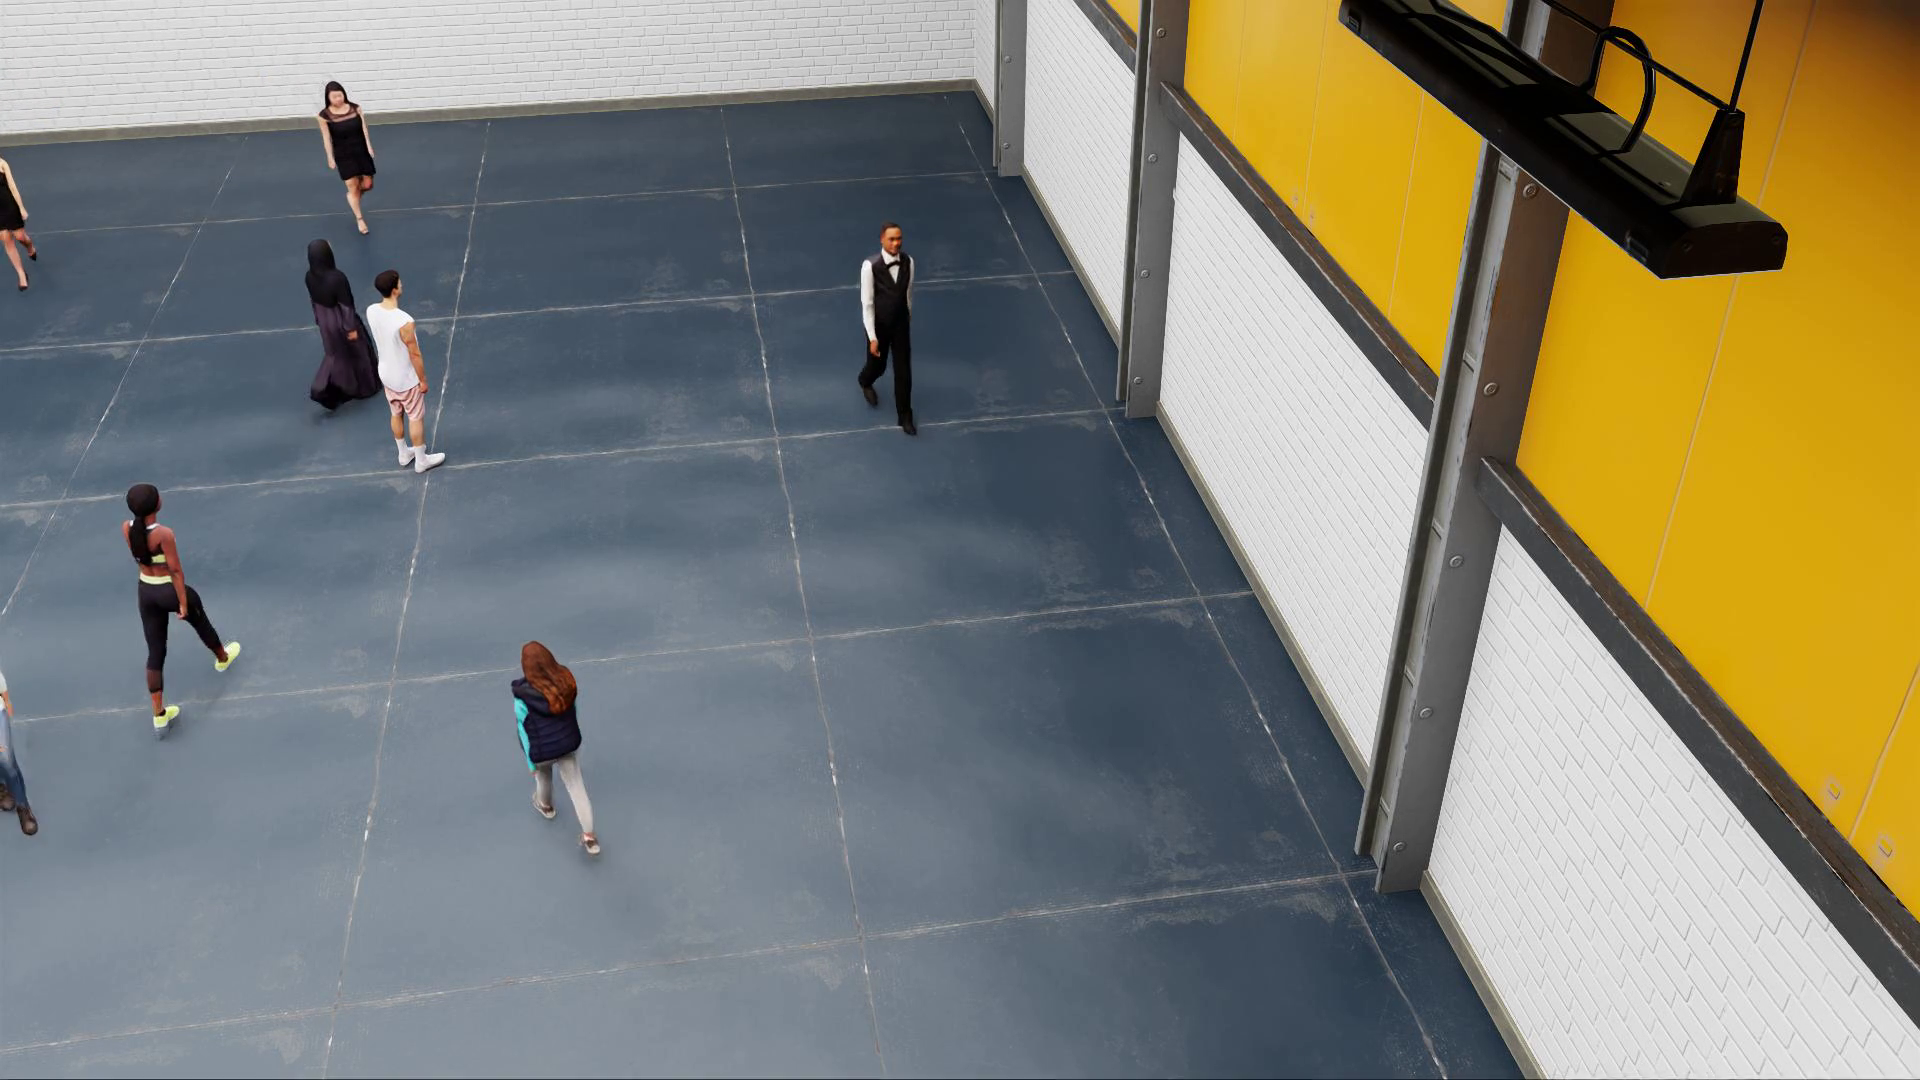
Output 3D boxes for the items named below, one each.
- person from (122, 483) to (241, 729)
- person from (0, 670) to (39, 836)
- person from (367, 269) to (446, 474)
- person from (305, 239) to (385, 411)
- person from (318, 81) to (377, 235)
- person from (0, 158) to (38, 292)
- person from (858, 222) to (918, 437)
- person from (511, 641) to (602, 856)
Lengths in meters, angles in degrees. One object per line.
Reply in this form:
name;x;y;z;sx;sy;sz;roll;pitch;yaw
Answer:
person;-5.404;0.468;11.193;0.789;1.698;1.237;4;34;6
person;-6.165;1.047;10.389;0.748;1.623;0.916;-16;37;-23
person;-4.702;-1.405;13.933;0.716;1.783;0.762;18;38;25
person;-5.612;-1.916;14.868;0.956;1.600;1.093;15;36;21
person;-6.709;-4.215;18.231;0.867;1.705;0.957;-24;41;-32
person;-9.804;-3.408;17.084;0.615;1.631;0.875;-8;35;-12
person;-0.674;-1.915;14.602;0.879;1.891;1.294;-13;36;-19
person;-2.446;1.295;10.161;0.873;1.463;1.070;-23;40;-31
